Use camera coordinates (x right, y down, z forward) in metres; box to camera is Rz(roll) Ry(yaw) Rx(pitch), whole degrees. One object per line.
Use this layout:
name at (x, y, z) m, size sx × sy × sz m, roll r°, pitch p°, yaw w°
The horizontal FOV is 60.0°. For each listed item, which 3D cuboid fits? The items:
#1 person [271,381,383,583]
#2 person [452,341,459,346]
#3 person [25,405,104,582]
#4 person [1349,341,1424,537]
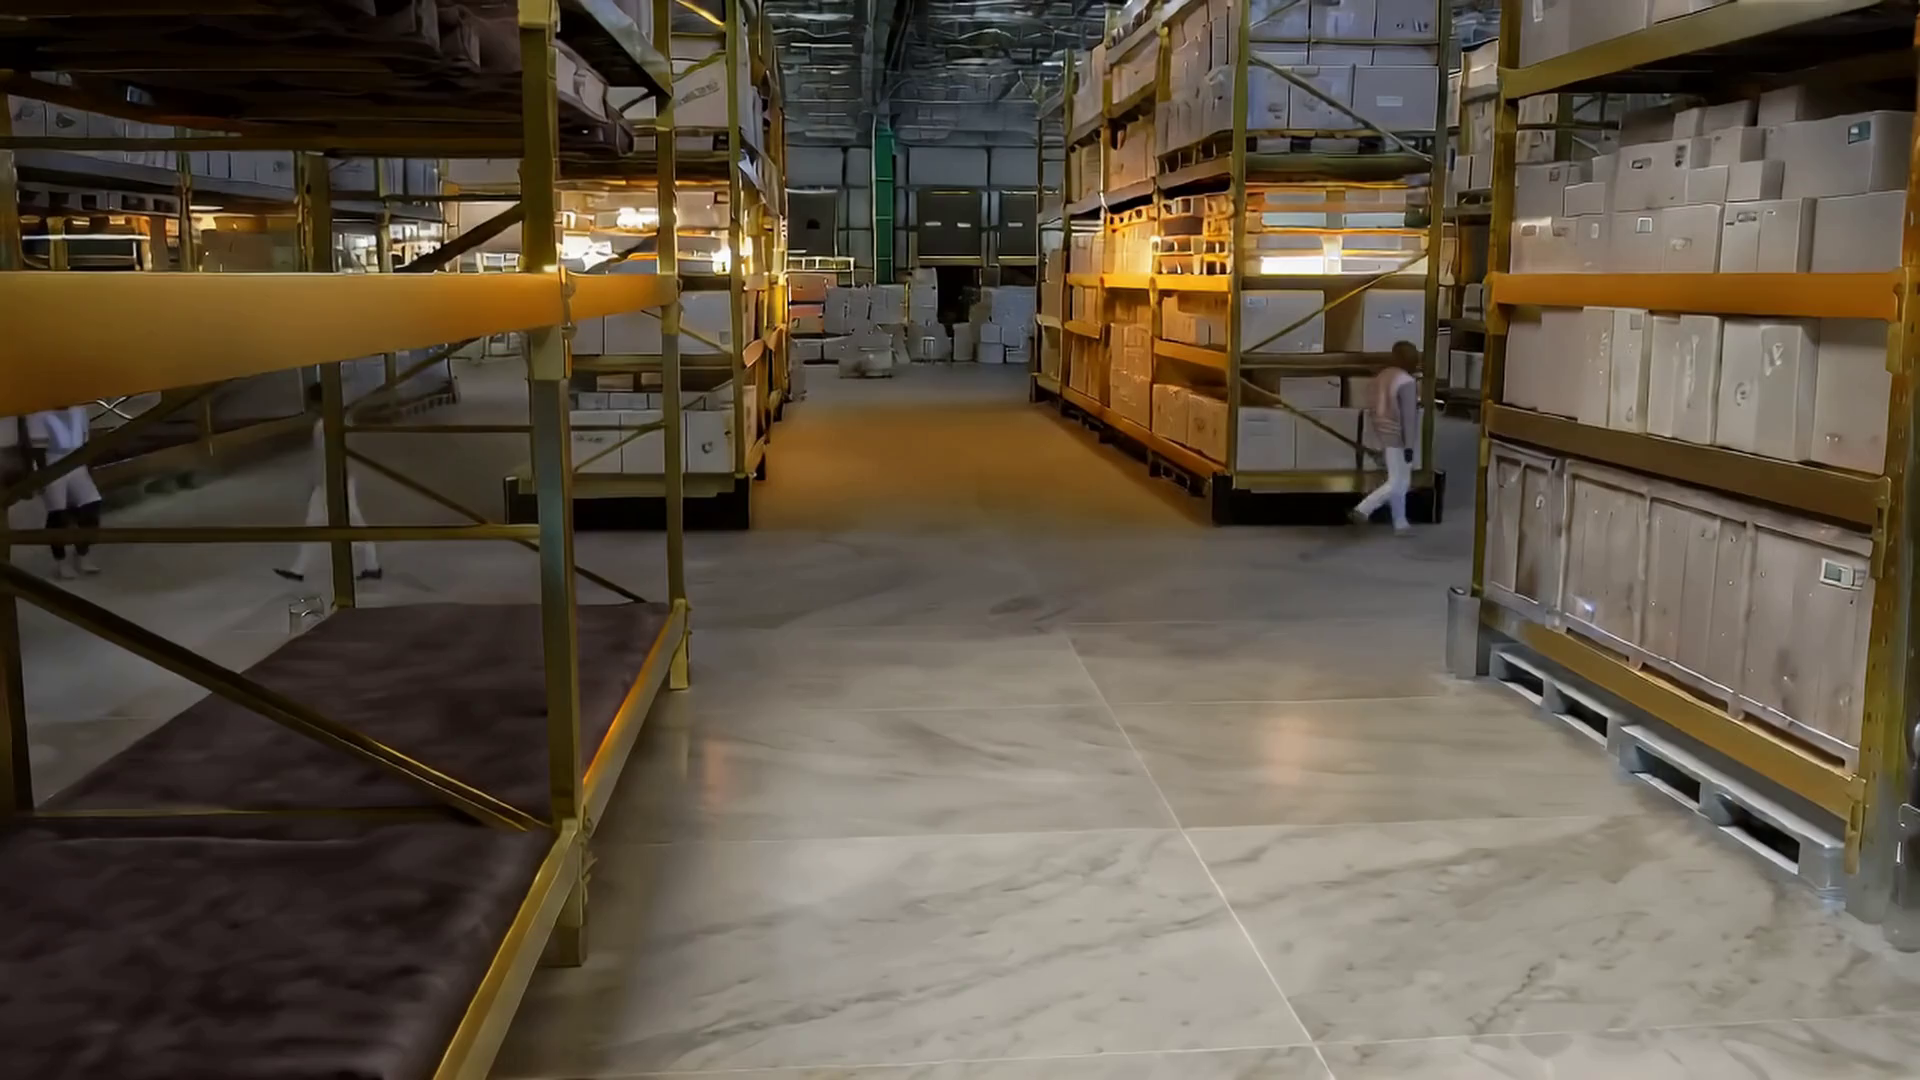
person at (-4.922, -0.442, 12.938) m, size 0.869 × 1.579 × 0.523 m, roll 1°, pitch 9°, yaw 5°
person at (-16.962, -7.465, 55.952) m, size 0.369 × 1.938 × 0.630 m, roll -4°, pitch 10°, yaw -25°
person at (-7.006, -0.498, 13.019) m, size 0.404 × 1.682 × 0.536 m, roll 5°, pitch 10°, yaw 29°
person at (3.906, -0.897, 15.133) m, size 0.693 × 1.814 × 0.638 m, roll -2°, pitch 9°, yaw -11°
